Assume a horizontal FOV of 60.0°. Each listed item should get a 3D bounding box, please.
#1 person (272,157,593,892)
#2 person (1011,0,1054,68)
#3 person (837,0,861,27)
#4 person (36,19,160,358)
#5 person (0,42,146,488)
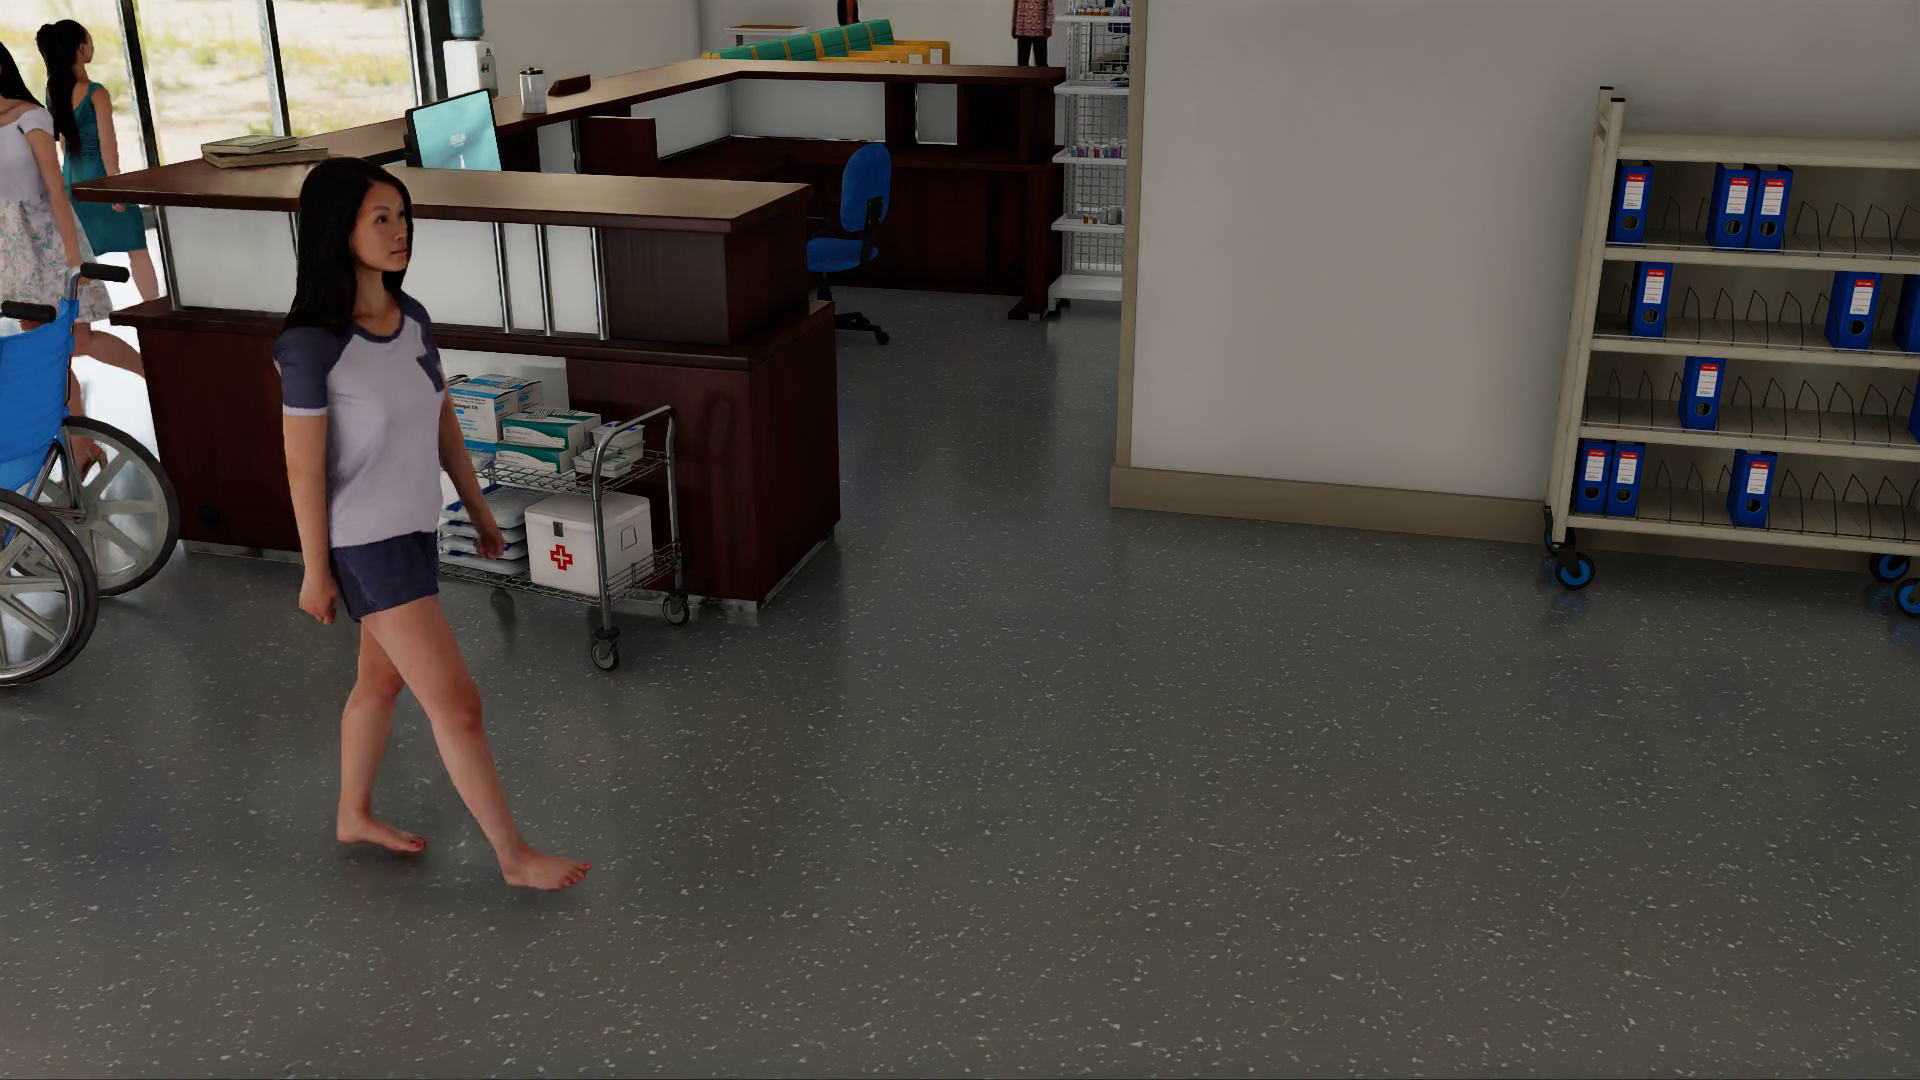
[{"bbox_3d":[-1.375,-0.004,3.790,0.938,1.683,0.591,5,21,12],"label":"person"},{"bbox_3d":[0.848,-6.014,19.490,0.602,1.803,0.781,10,23,25],"label":"person"},{"bbox_3d":[-1.252,-5.854,19.269,0.631,1.661,0.643,-2,21,-7],"label":"person"},{"bbox_3d":[-4.406,-1.704,8.333,0.939,1.646,0.617,5,21,14],"label":"person"},{"bbox_3d":[-3.539,-1.094,6.567,0.948,1.756,0.855,10,23,24],"label":"person"}]
